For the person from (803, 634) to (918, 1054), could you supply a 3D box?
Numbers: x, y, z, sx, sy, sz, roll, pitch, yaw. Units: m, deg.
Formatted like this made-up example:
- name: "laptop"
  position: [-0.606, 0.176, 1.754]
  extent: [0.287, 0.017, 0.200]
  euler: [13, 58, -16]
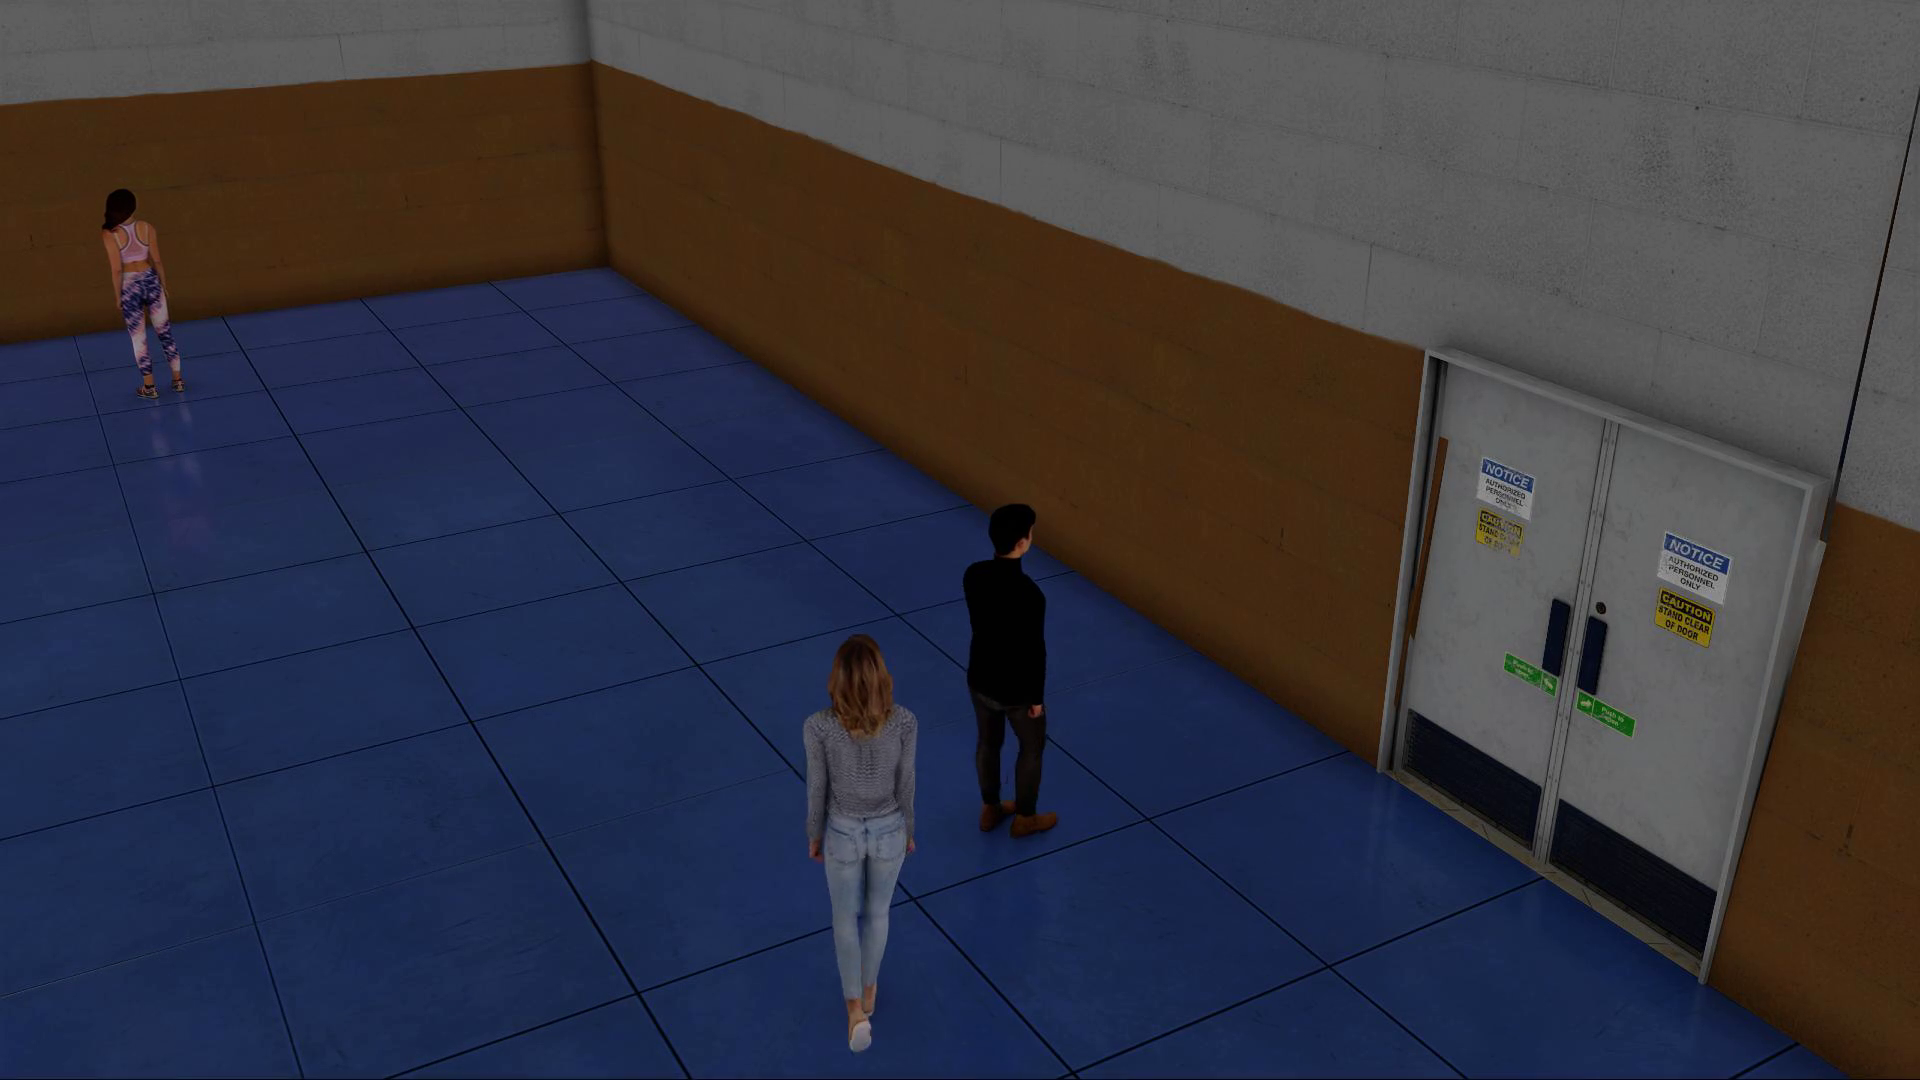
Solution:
- name: "person"
  position: [-0.373, 1.212, 6.486]
  extent: [0.977, 1.783, 0.910]
  euler: [-2, 24, -4]

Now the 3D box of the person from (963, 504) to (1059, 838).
- name: "person"
  position: [0.179, 0.644, 7.864]
  extent: [0.742, 1.719, 0.720]
  euler: [20, 30, 37]

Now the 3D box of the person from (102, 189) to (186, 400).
- name: "person"
  position: [-6.918, -2.086, 14.043]
  extent: [0.709, 1.767, 0.551]
  euler: [21, 31, 40]
